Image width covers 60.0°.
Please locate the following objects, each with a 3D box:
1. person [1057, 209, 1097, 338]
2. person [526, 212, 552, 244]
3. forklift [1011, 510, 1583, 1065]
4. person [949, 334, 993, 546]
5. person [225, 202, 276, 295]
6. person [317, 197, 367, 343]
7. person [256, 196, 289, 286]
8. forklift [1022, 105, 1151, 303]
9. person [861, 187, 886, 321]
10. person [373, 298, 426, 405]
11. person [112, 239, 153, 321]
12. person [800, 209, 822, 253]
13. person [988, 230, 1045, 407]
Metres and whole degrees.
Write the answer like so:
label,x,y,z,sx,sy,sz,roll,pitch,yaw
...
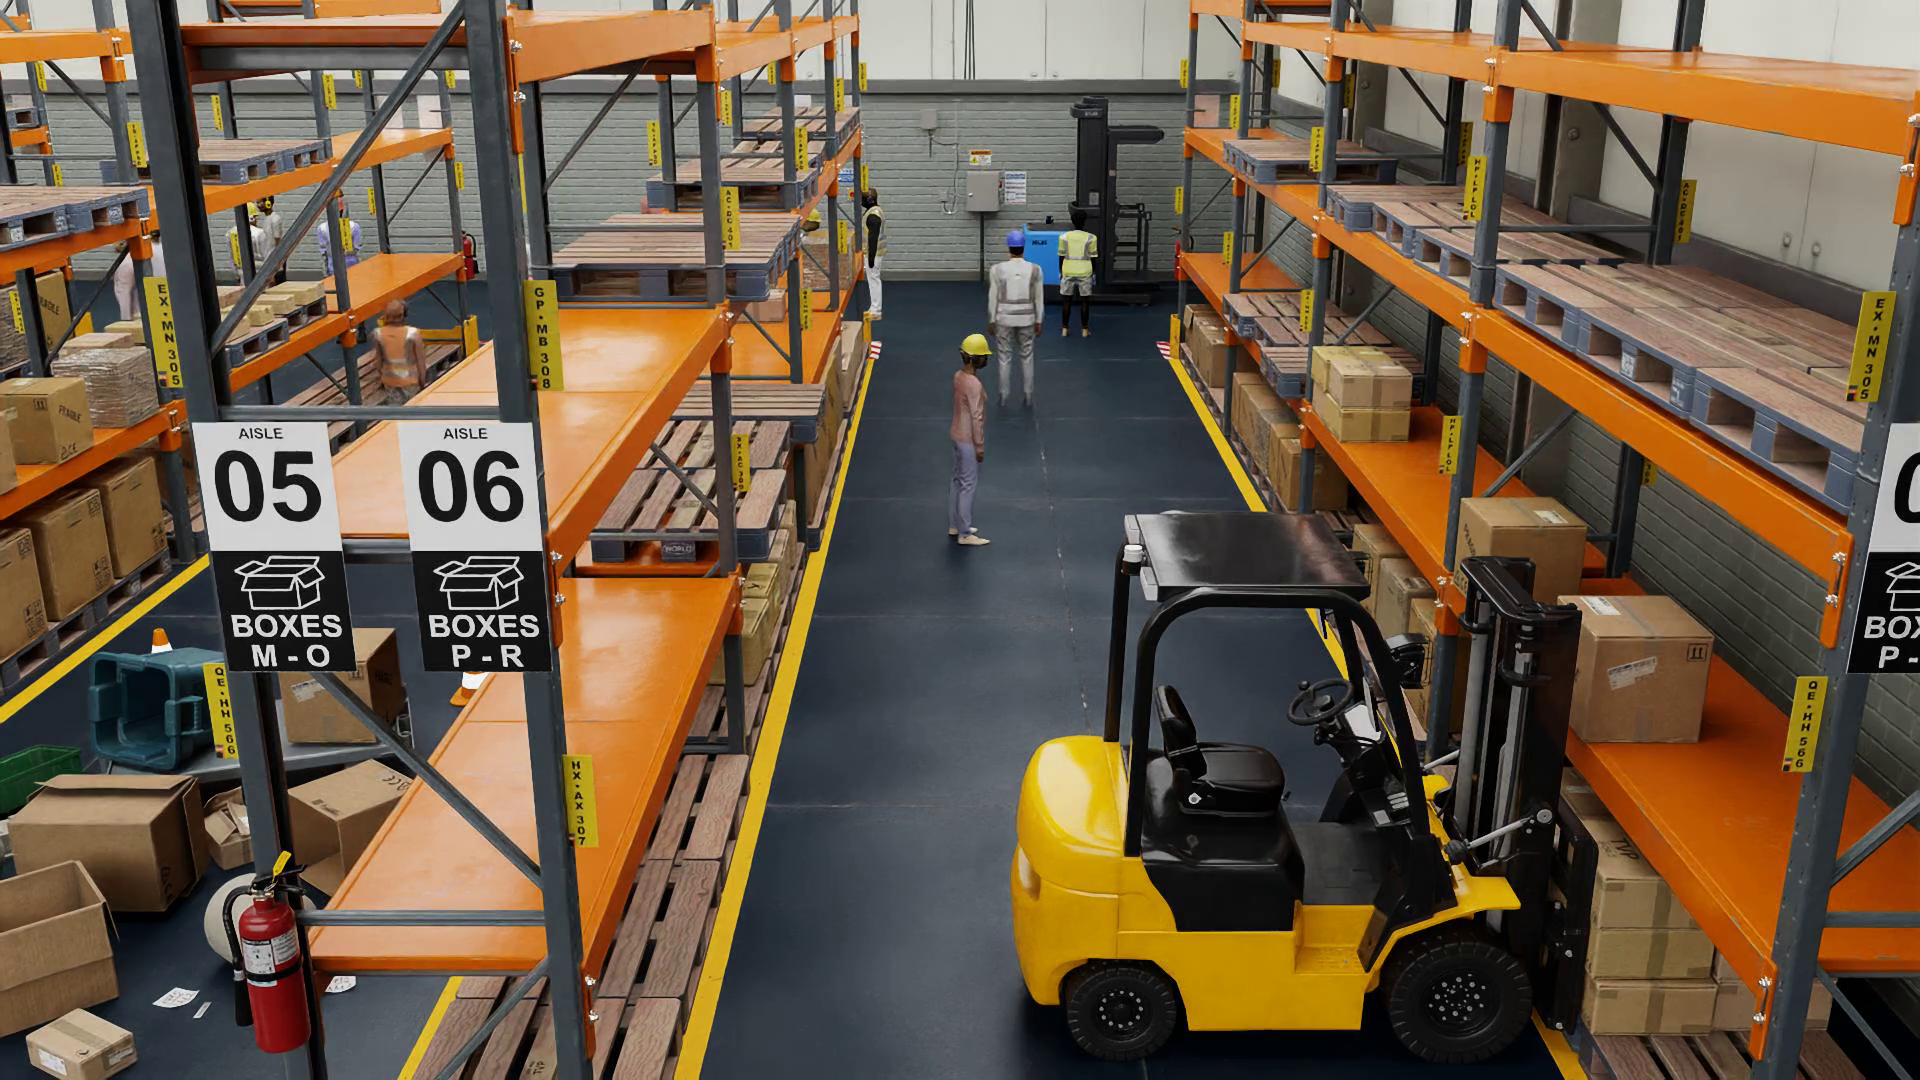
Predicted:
label,x,y,z,sx,sy,sz,roll,pitch,yaw
person,1.547,-3.516,21.994,0.536,1.691,0.319,4,19,12
person,-6.471,-4.667,25.576,0.505,1.628,0.278,15,24,39
forklift,1.387,1.055,7.378,2.313,2.155,1.214,0,18,0
person,0.100,-0.831,13.770,0.348,1.760,0.528,-6,19,-17
person,-9.167,-3.464,21.624,0.586,1.823,0.403,4,19,13
person,-8.007,-3.502,21.583,0.539,1.929,0.396,-4,19,-11
person,-9.287,-3.799,22.591,0.338,1.860,0.498,-12,22,-33
forklift,1.857,-4.944,24.441,1.873,2.768,1.129,0,18,0
person,-1.238,-3.988,23.195,0.429,1.837,0.626,-1,18,-3
person,-5.379,-1.526,16.074,0.517,1.623,0.362,1,18,4
person,-9.394,-2.618,18.959,0.405,1.897,0.657,0,18,-1
person,-1.945,-3.471,21.791,0.317,1.733,0.490,0,18,1
person,0.619,-2.424,18.305,0.620,1.940,0.415,-2,18,-7
